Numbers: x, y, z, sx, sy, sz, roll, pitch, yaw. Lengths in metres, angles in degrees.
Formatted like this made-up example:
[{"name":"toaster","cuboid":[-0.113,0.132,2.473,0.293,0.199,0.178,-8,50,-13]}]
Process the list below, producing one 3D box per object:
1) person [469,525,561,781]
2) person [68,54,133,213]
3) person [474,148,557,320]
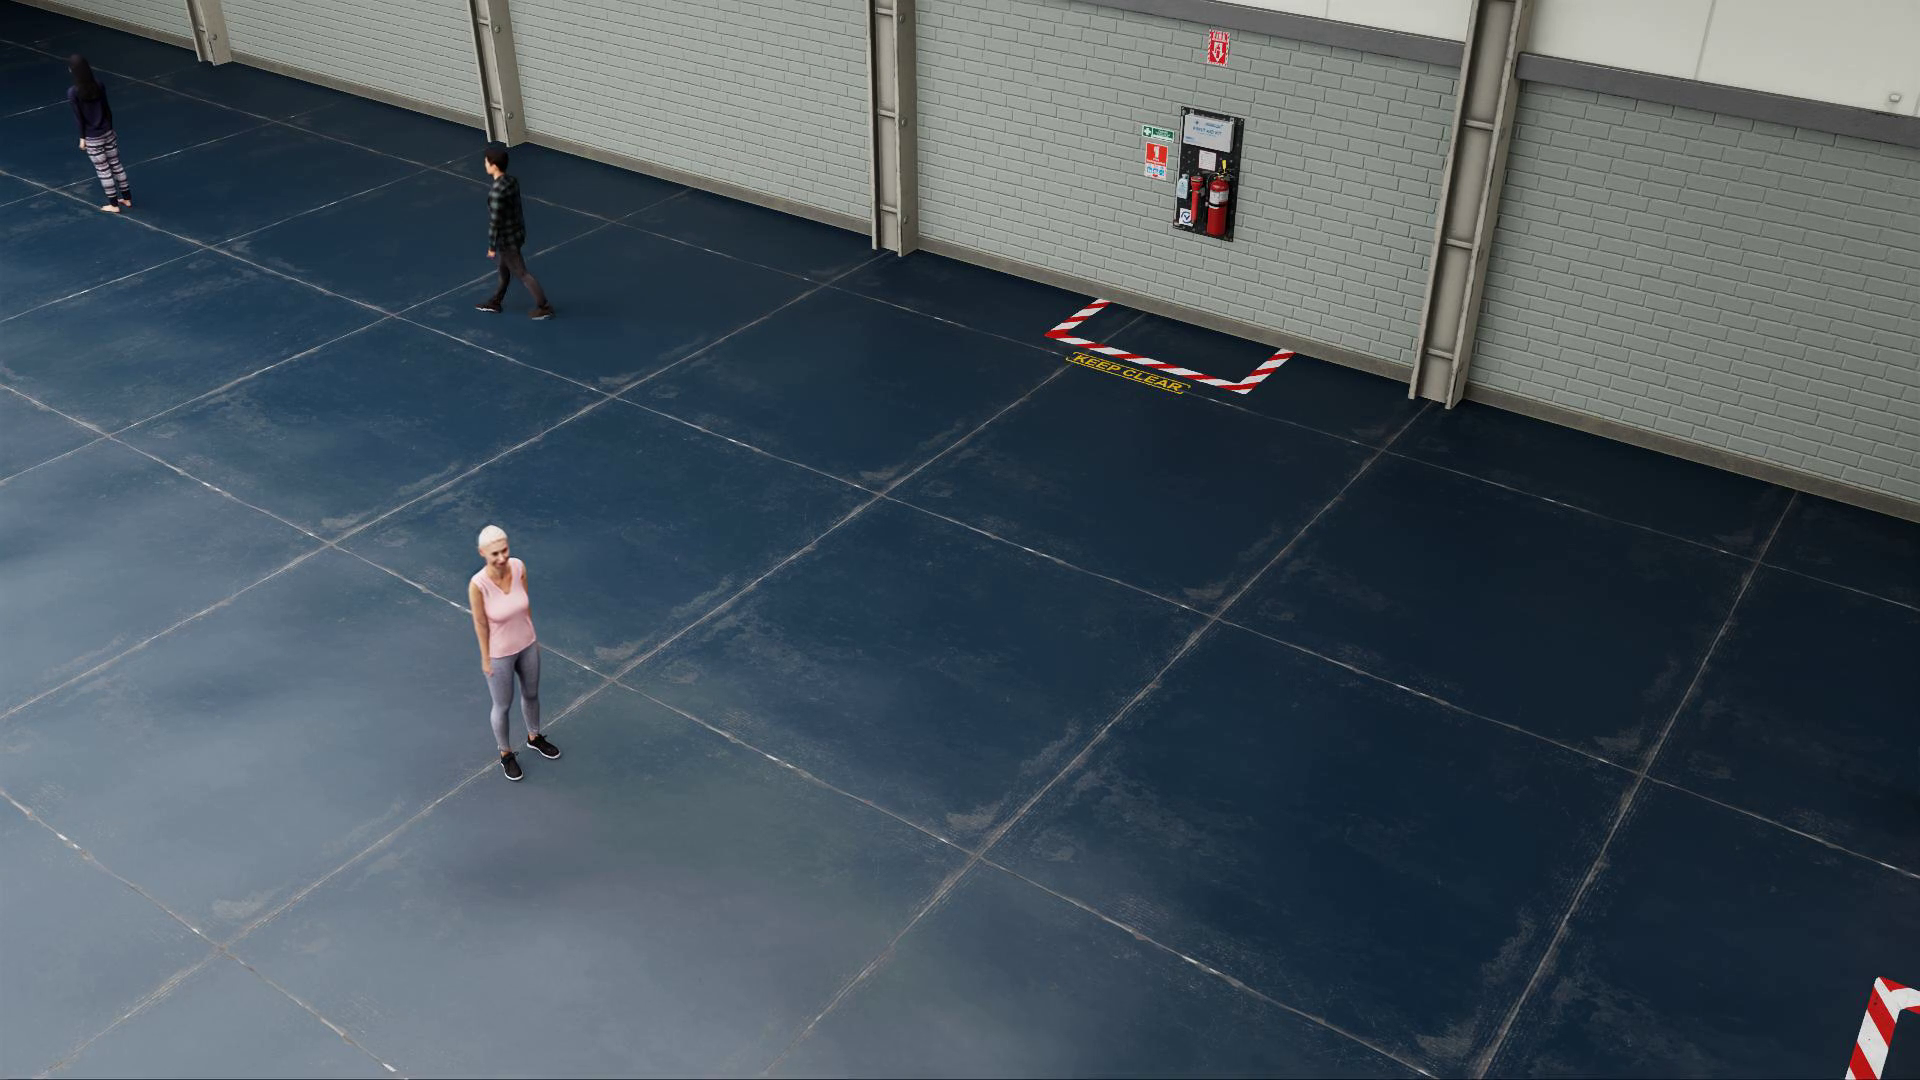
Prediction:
[{"name":"person","cuboid":[-2.738,0.650,10.111,0.551,1.725,0.587,27,41,36]},{"name":"person","cuboid":[-9.434,-4.460,18.201,0.568,1.735,0.636,15,35,22]},{"name":"person","cuboid":[-4.230,-2.867,15.808,1.184,1.682,1.036,3,32,4]}]
